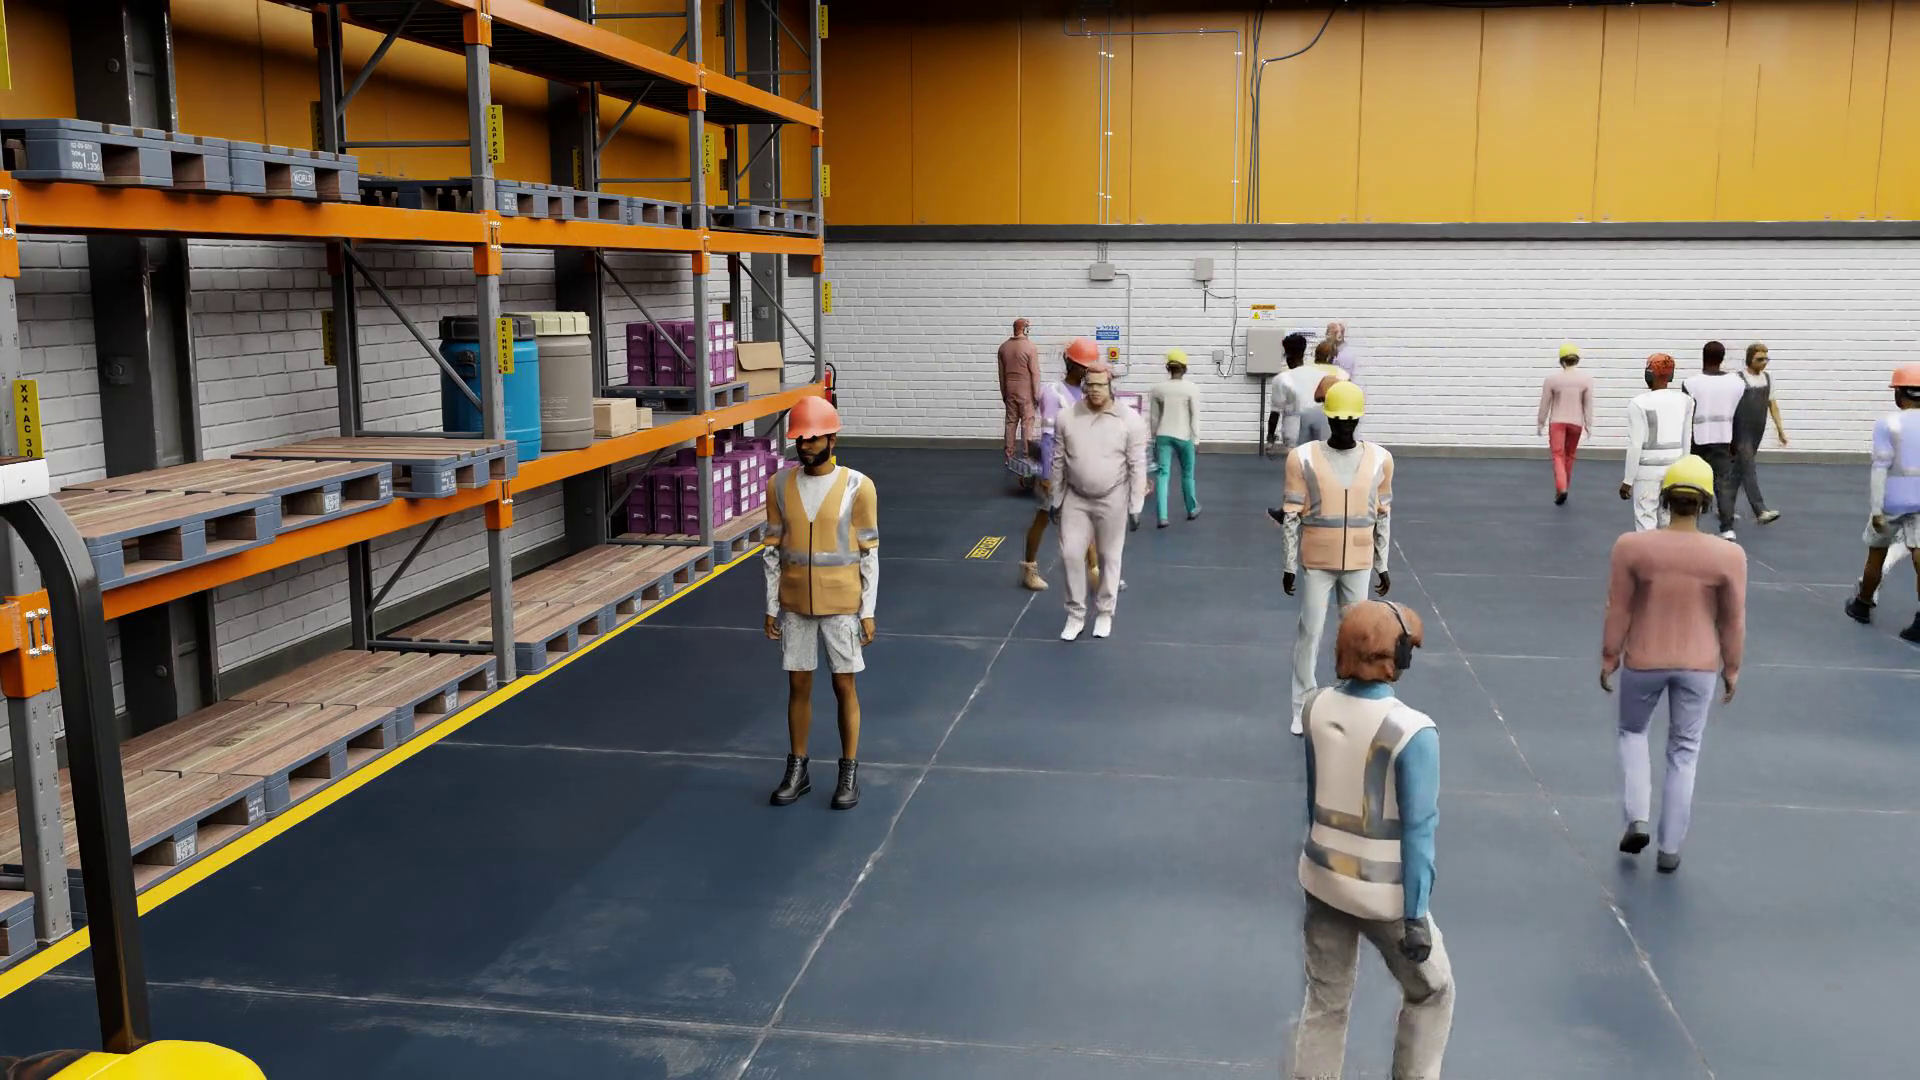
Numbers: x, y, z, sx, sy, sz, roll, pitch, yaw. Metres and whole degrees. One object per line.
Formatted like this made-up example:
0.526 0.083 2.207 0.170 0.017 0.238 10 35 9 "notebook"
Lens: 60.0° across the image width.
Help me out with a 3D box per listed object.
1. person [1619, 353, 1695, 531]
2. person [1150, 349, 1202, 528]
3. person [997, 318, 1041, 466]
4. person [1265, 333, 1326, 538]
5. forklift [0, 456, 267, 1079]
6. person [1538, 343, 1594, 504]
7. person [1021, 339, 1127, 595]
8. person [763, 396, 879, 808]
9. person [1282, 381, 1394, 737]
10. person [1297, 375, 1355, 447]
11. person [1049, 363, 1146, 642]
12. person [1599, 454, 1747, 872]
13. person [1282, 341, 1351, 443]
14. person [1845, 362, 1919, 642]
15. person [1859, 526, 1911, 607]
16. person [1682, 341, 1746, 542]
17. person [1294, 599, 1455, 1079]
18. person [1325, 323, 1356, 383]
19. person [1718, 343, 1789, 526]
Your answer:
5.313 -0.484 12.718 0.575 1.883 0.362 -3 10 -17 "person"
2.143 -1.009 16.414 0.547 1.721 0.875 4 10 24 "person"
0.791 -1.878 21.248 0.639 1.908 0.409 8 12 40 "person"
3.148 -0.982 15.685 0.630 1.908 1.005 -4 10 -25 "person"
-2.328 0.975 2.765 2.313 2.155 1.214 1 9 9 "forklift"
6.553 -1.262 17.979 0.541 1.735 0.849 1 9 7 "person"
0.878 -0.552 12.831 1.008 1.971 0.734 9 13 43 "person"
-0.659 0.296 7.741 0.552 1.935 0.369 2 9 13 "person"
2.031 0.108 8.941 0.593 1.922 0.380 0 9 -2 "person"
3.147 -0.605 14.265 0.510 1.615 0.619 -1 9 -9 "person"
0.903 -0.243 11.204 0.680 1.883 0.690 2 10 15 "person"
2.975 0.514 6.960 0.551 1.751 0.371 4 10 22 "person"
3.572 -1.111 16.868 0.756 1.804 0.476 0 9 -1 "person"
6.498 -0.273 11.456 0.545 1.885 1.012 1 9 5 "person"
7.039 -0.265 12.198 0.690 1.613 0.512 -3 10 -18 "person"
6.936 -0.896 15.315 0.606 1.874 0.991 0 9 1 "person"
1.176 0.962 4.595 0.603 1.613 0.528 -5 10 -28 "person"
4.406 -1.660 19.981 0.872 1.873 0.667 0 9 -3 "person"
7.841 -1.032 16.373 0.529 1.791 0.987 -3 10 -19 "person"
